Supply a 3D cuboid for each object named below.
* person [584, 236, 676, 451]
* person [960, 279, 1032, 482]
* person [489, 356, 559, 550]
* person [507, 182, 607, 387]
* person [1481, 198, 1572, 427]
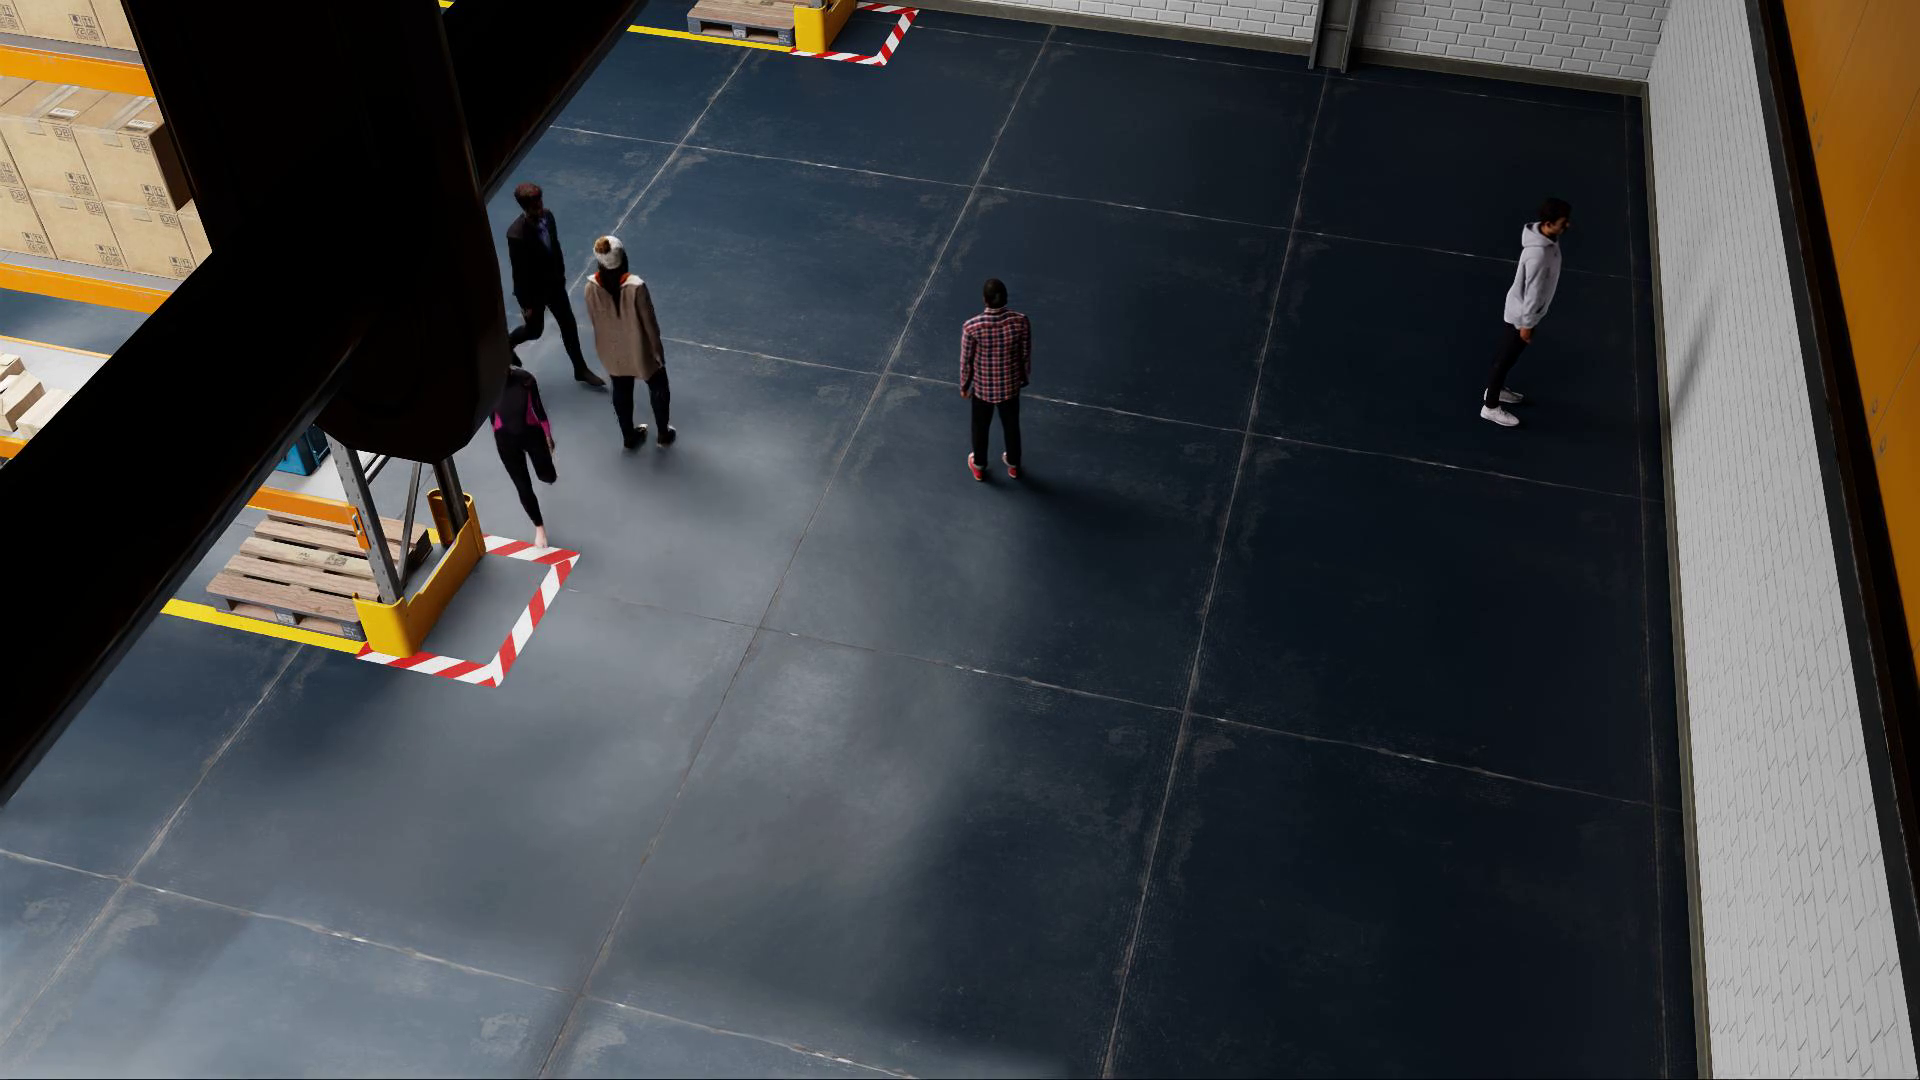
[{"bbox_3d":[-2.525,-1.425,12.404,0.573,1.886,0.782,13,45,13],"label":"person"},{"bbox_3d":[0.263,-1.169,12.228,0.690,1.757,0.836,-7,44,-7],"label":"person"},{"bbox_3d":[-3.112,-0.758,11.824,0.970,1.720,0.887,-8,44,-8],"label":"person"},{"bbox_3d":[-3.374,-2.001,13.033,1.248,1.853,0.878,15,46,16],"label":"person"},{"bbox_3d":[4.315,-1.771,12.735,0.614,1.930,0.699,15,46,15],"label":"person"}]
